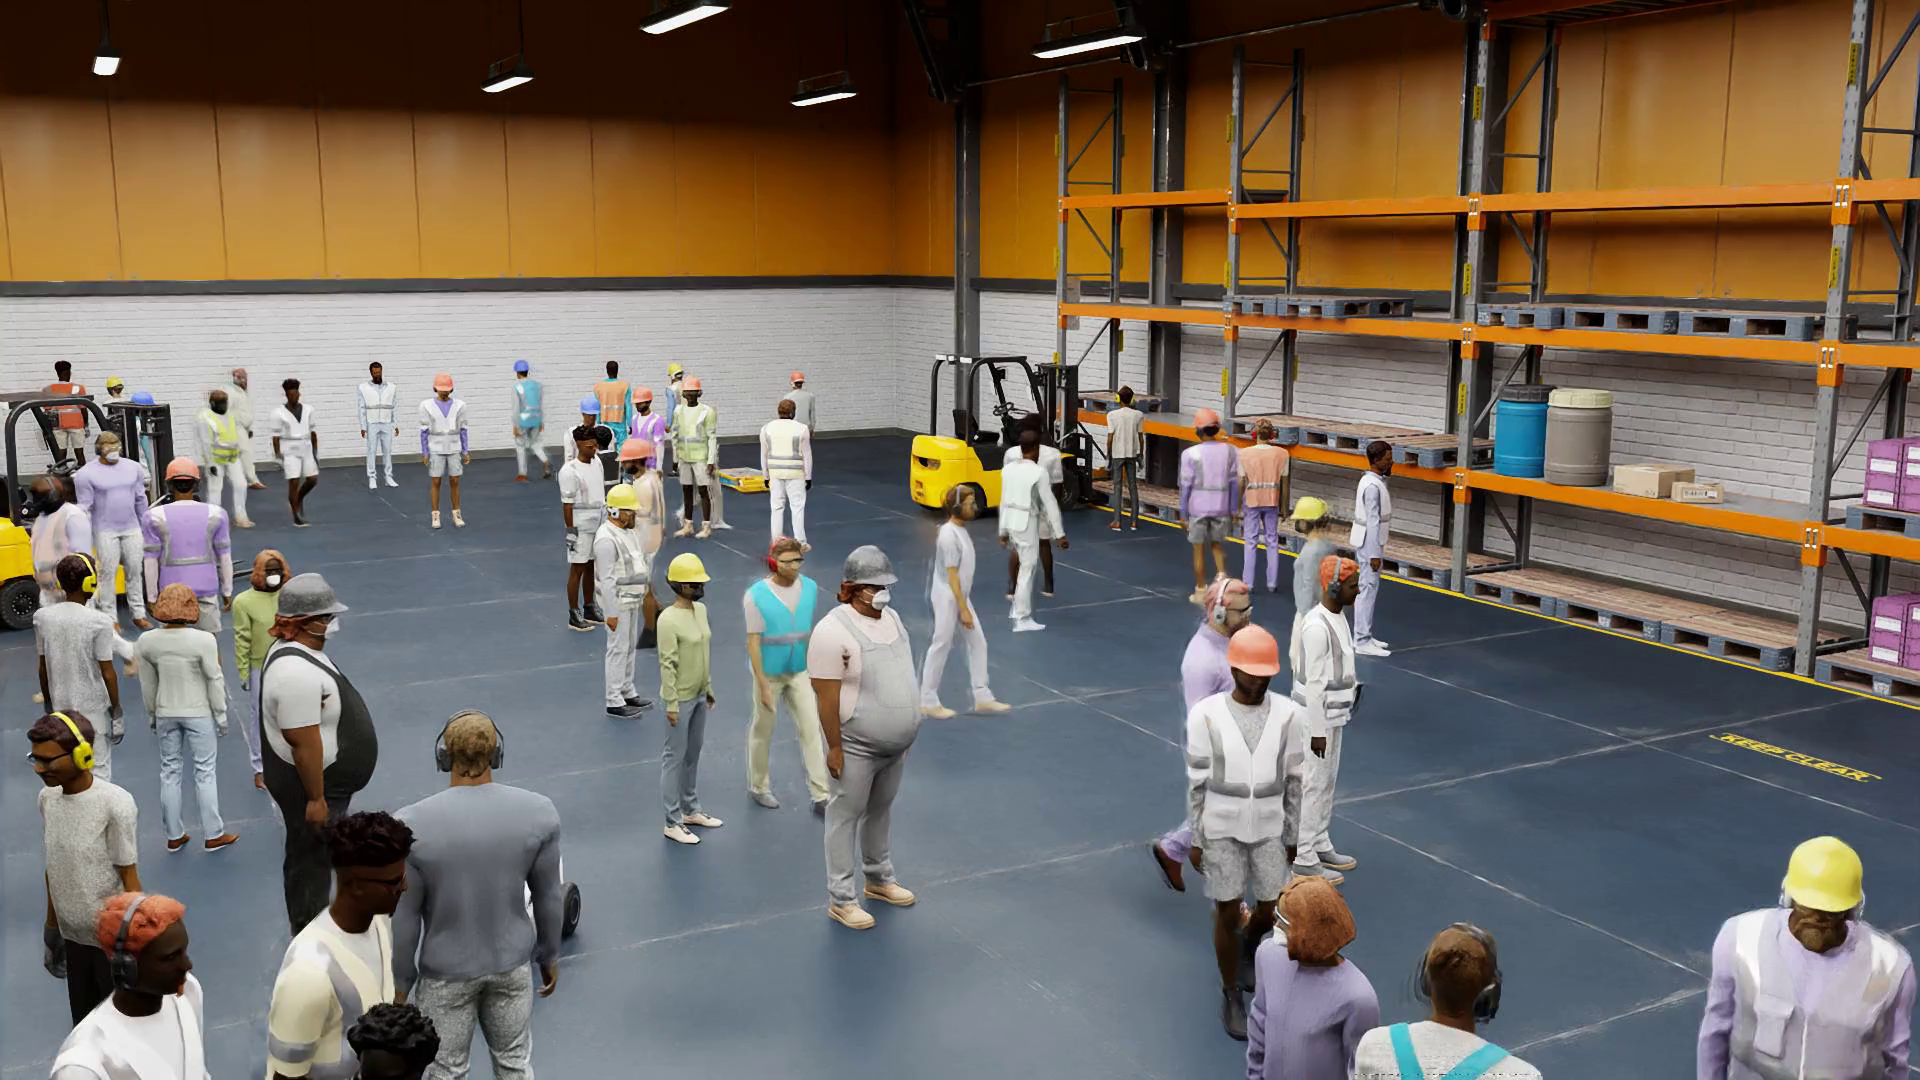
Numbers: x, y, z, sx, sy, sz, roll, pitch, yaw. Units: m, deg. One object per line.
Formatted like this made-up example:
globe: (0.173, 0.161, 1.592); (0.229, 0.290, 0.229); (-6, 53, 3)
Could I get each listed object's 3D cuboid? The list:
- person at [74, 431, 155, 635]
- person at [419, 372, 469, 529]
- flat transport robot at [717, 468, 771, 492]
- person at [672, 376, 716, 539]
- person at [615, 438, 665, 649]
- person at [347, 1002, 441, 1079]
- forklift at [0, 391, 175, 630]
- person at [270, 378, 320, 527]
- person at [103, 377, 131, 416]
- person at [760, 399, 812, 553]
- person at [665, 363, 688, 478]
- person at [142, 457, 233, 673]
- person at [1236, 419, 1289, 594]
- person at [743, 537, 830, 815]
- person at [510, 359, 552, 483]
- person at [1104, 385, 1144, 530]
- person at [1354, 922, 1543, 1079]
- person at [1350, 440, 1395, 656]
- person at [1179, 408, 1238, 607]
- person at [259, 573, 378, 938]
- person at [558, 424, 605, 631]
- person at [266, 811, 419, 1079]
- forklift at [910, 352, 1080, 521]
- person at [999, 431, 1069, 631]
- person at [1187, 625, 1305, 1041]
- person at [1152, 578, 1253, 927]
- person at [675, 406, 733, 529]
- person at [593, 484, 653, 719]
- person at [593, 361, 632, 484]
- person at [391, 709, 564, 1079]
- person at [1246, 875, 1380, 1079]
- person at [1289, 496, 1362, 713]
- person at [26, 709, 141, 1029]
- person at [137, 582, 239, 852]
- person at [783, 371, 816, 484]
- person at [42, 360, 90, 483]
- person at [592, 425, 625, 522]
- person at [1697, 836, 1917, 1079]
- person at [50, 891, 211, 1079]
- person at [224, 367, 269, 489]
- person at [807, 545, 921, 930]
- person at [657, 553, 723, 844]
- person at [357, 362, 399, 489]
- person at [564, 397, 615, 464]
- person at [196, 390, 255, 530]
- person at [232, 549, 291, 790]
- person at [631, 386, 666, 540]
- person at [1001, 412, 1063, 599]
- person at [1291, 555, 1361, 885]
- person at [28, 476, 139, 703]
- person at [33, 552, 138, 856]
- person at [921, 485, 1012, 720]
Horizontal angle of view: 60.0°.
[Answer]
person: (-7.926, -0.072, 15.610); (0.381, 1.927, 0.641); (8, 12, 37)
person: (-6.665, -1.158, 21.554); (0.605, 2.034, 0.392); (-5, 11, -27)
flat transport robot: (-3.286, -0.930, 25.305); (0.652, 0.197, 1.431); (-6, 11, -31)
person: (-3.334, -1.027, 20.756); (0.614, 2.047, 0.359); (5, 11, 25)
person: (-2.865, 0.038, 14.955); (0.415, 1.925, 0.554); (-2, 10, -9)
person: (-1.429, 1.999, 4.342); (0.536, 1.696, 0.321); (0, 10, 1)
forklift: (-9.026, -0.363, 16.508); (1.214, 2.155, 2.313); (6, 11, 29)
person: (-8.689, -1.148, 21.718); (0.484, 1.951, 0.627); (8, 13, 38)
person: (-12.294, -1.502, 24.304); (0.317, 1.767, 0.535); (3, 10, 19)
person: (-2.053, -0.759, 19.808); (0.625, 1.843, 0.430); (2, 10, 13)
person: (-4.462, -1.886, 26.352); (0.403, 1.822, 0.589); (6, 12, 31)
person: (-5.903, 0.376, 12.740); (0.617, 2.029, 0.409); (-6, 12, -32)
person: (3.154, -0.344, 17.401); (0.569, 1.844, 0.378); (-1, 10, -6)
person: (-1.069, 0.875, 10.514); (0.566, 1.799, 0.919); (-8, 13, -40)
person: (-6.653, -1.830, 25.712); (0.641, 1.925, 0.614); (8, 13, 38)
person: (2.117, -1.056, 21.435); (0.532, 1.869, 0.311); (-2, 10, -11)
person: (1.257, 1.933, 4.479); (0.510, 1.799, 0.933); (8, 13, 38)
person: (3.678, 0.063, 14.855); (0.392, 1.919, 0.591); (2, 10, 11)
person: (2.500, -0.316, 16.733); (0.628, 2.022, 0.491); (-2, 10, -14)
person: (-3.145, 1.159, 8.192); (0.536, 2.000, 0.683); (-5, 11, -25)
person: (-3.554, -0.128, 15.815); (0.362, 1.963, 0.613); (4, 11, 20)
person: (-2.067, 1.755, 5.201); (0.951, 1.907, 0.623); (-1, 10, -4)
forklift: (0.460, -1.461, 22.833); (2.313, 2.155, 1.214); (-5, 11, -28)
person: (0.666, -0.073, 15.742); (0.498, 1.892, 0.700); (-7, 12, -33)
person: (1.303, 1.310, 7.689); (0.545, 1.922, 0.528); (-1, 10, -3)
person: (1.368, 1.116, 8.876); (0.657, 1.887, 0.664); (5, 11, 27)
person: (-3.298, -0.915, 21.345); (0.657, 1.612, 0.505); (0, 10, 0)
person: (-2.603, 0.468, 12.816); (0.403, 1.819, 0.601); (1, 10, 5)
person: (-5.332, -1.800, 25.610); (0.587, 1.911, 0.397); (1, 10, 5)
person: (-1.775, 1.574, 6.142); (0.635, 1.928, 0.381); (-5, 11, -29)
person: (1.115, 1.855, 5.358); (0.286, 1.631, 0.501); (-7, 12, -37)
person: (2.707, 0.532, 12.613); (0.616, 1.747, 0.538); (3, 10, 19)
person: (-3.366, 1.558, 6.443); (0.526, 1.857, 0.347); (5, 11, 25)
person: (-4.621, 1.059, 9.937); (0.497, 1.633, 0.284); (1, 10, 3)
person: (-2.490, -1.716, 25.566); (0.574, 1.749, 0.337); (-7, 12, -36)
person: (-13.375, -1.710, 24.931); (0.605, 1.962, 0.373); (-3, 10, -15)
person: (-3.891, -0.418, 18.288); (0.321, 1.690, 0.529); (8, 13, 39)
person: (2.697, 1.771, 5.341); (0.600, 1.803, 0.686); (5, 11, 29)
person: (-2.235, 1.870, 4.602); (0.382, 1.874, 0.573); (1, 10, 4)
person: (-10.923, -1.677, 25.021); (0.870, 1.865, 0.669); (0, 10, -1)
person: (-0.460, 1.031, 8.926); (0.535, 2.000, 0.674); (7, 12, 34)
person: (-1.656, 0.952, 10.172); (0.314, 1.769, 0.523); (3, 10, 18)
person: (-8.839, -1.750, 25.292); (0.590, 1.919, 0.391); (-8, 13, -38)
person: (-4.227, -0.680, 19.085); (0.596, 1.939, 0.414); (-5, 11, -28)
person: (-9.413, -1.003, 21.317); (0.633, 1.821, 0.639); (5, 11, 25)
person: (-4.583, 0.855, 11.145); (0.500, 1.623, 0.304); (-7, 12, -35)
person: (-3.887, -0.941, 20.603); (0.544, 1.930, 0.388); (7, 12, 36)
person: (0.730, -0.358, 17.228); (0.669, 1.950, 0.418); (0, 10, 1)
person: (2.090, 1.015, 9.490); (0.359, 1.880, 0.575); (5, 11, 25)
person: (-7.143, 0.361, 13.438); (0.633, 1.813, 0.819); (5, 11, 28)
person: (-5.093, 0.997, 9.658); (0.510, 1.861, 0.324); (1, 10, 8)
person: (0.050, 0.492, 12.646); (0.825, 1.817, 0.505); (3, 10, 15)
